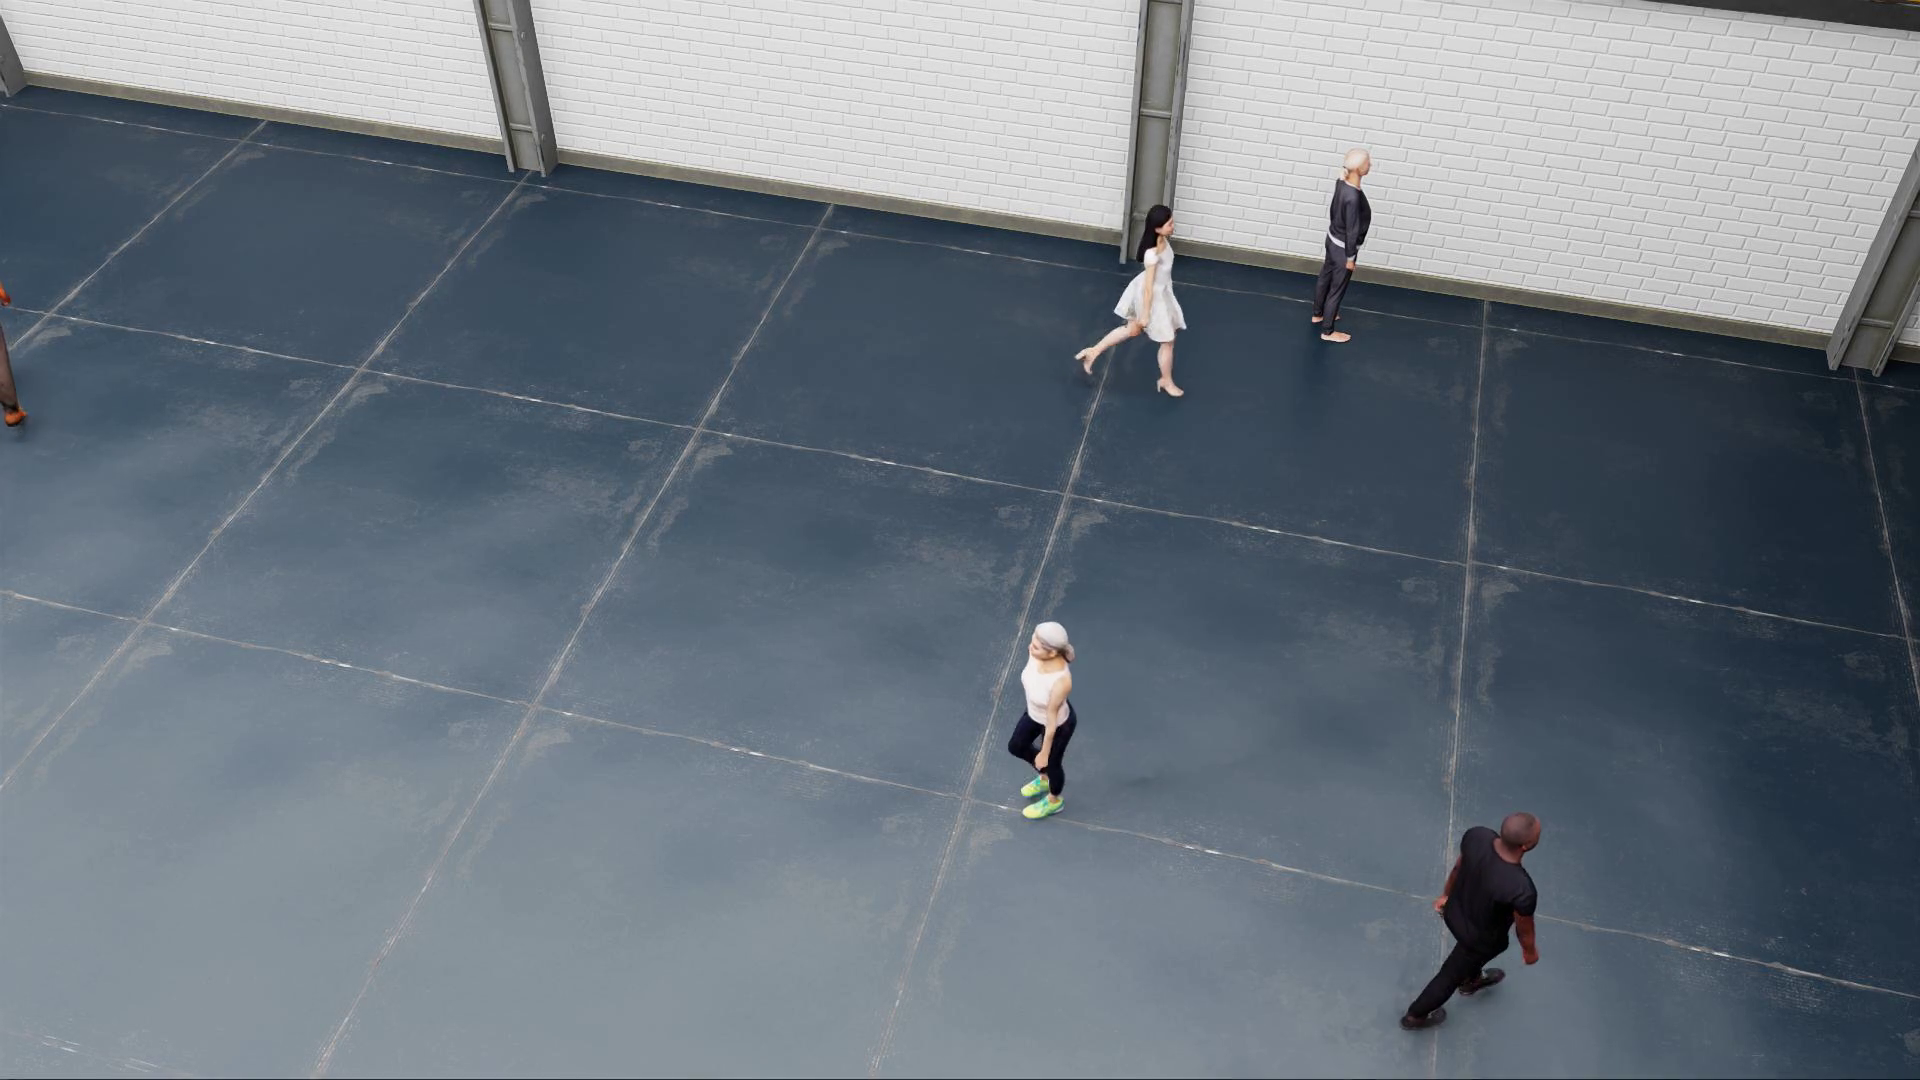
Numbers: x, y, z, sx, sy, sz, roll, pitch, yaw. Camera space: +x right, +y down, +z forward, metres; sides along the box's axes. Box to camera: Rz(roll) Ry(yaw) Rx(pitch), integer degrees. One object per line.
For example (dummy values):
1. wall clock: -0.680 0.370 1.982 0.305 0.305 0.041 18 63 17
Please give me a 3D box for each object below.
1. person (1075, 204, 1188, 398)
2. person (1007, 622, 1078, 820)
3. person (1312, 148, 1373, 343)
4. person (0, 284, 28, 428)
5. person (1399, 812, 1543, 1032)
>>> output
1. person: 1.406 -1.842 12.995 1.137 1.744 0.648 7 44 7
2. person: 0.620 1.083 9.962 0.756 1.692 0.712 -14 45 -15
3. person: 3.134 -2.442 13.637 0.649 1.725 0.675 -5 44 -5
4. person: -7.609 -1.723 12.781 1.310 1.866 1.243 -14 45 -14
5. person: 2.662 2.080 8.843 1.076 1.792 0.945 -10 44 -10
